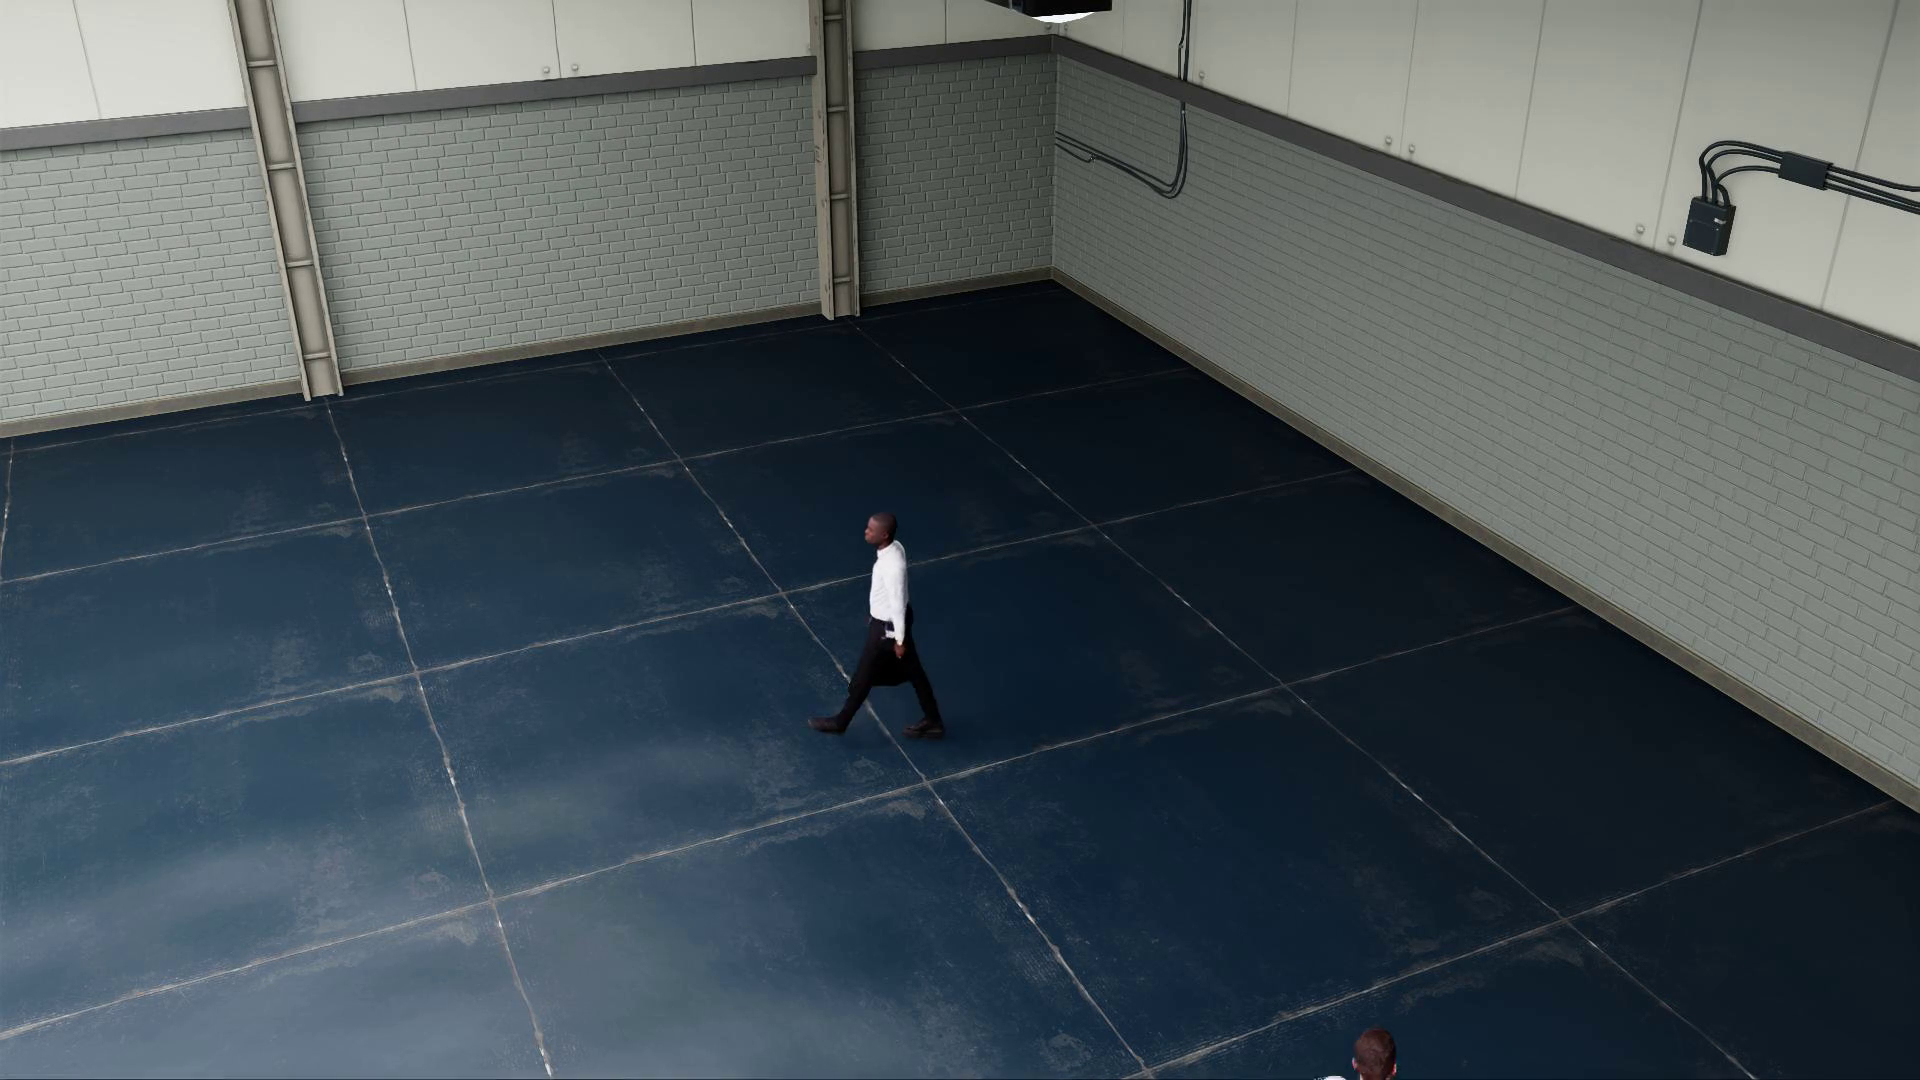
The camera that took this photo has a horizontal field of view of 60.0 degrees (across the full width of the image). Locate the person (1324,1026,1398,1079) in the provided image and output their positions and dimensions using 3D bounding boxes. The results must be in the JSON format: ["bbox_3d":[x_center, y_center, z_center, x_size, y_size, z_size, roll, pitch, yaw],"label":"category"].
[{"bbox_3d":[1.656,2.941,7.202,0.953,1.819,0.829,-19,33,-33],"label":"person"}]

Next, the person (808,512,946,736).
[{"bbox_3d":[-0.389,0.637,11.705,1.307,1.791,1.000,-1,27,-1],"label":"person"}]
